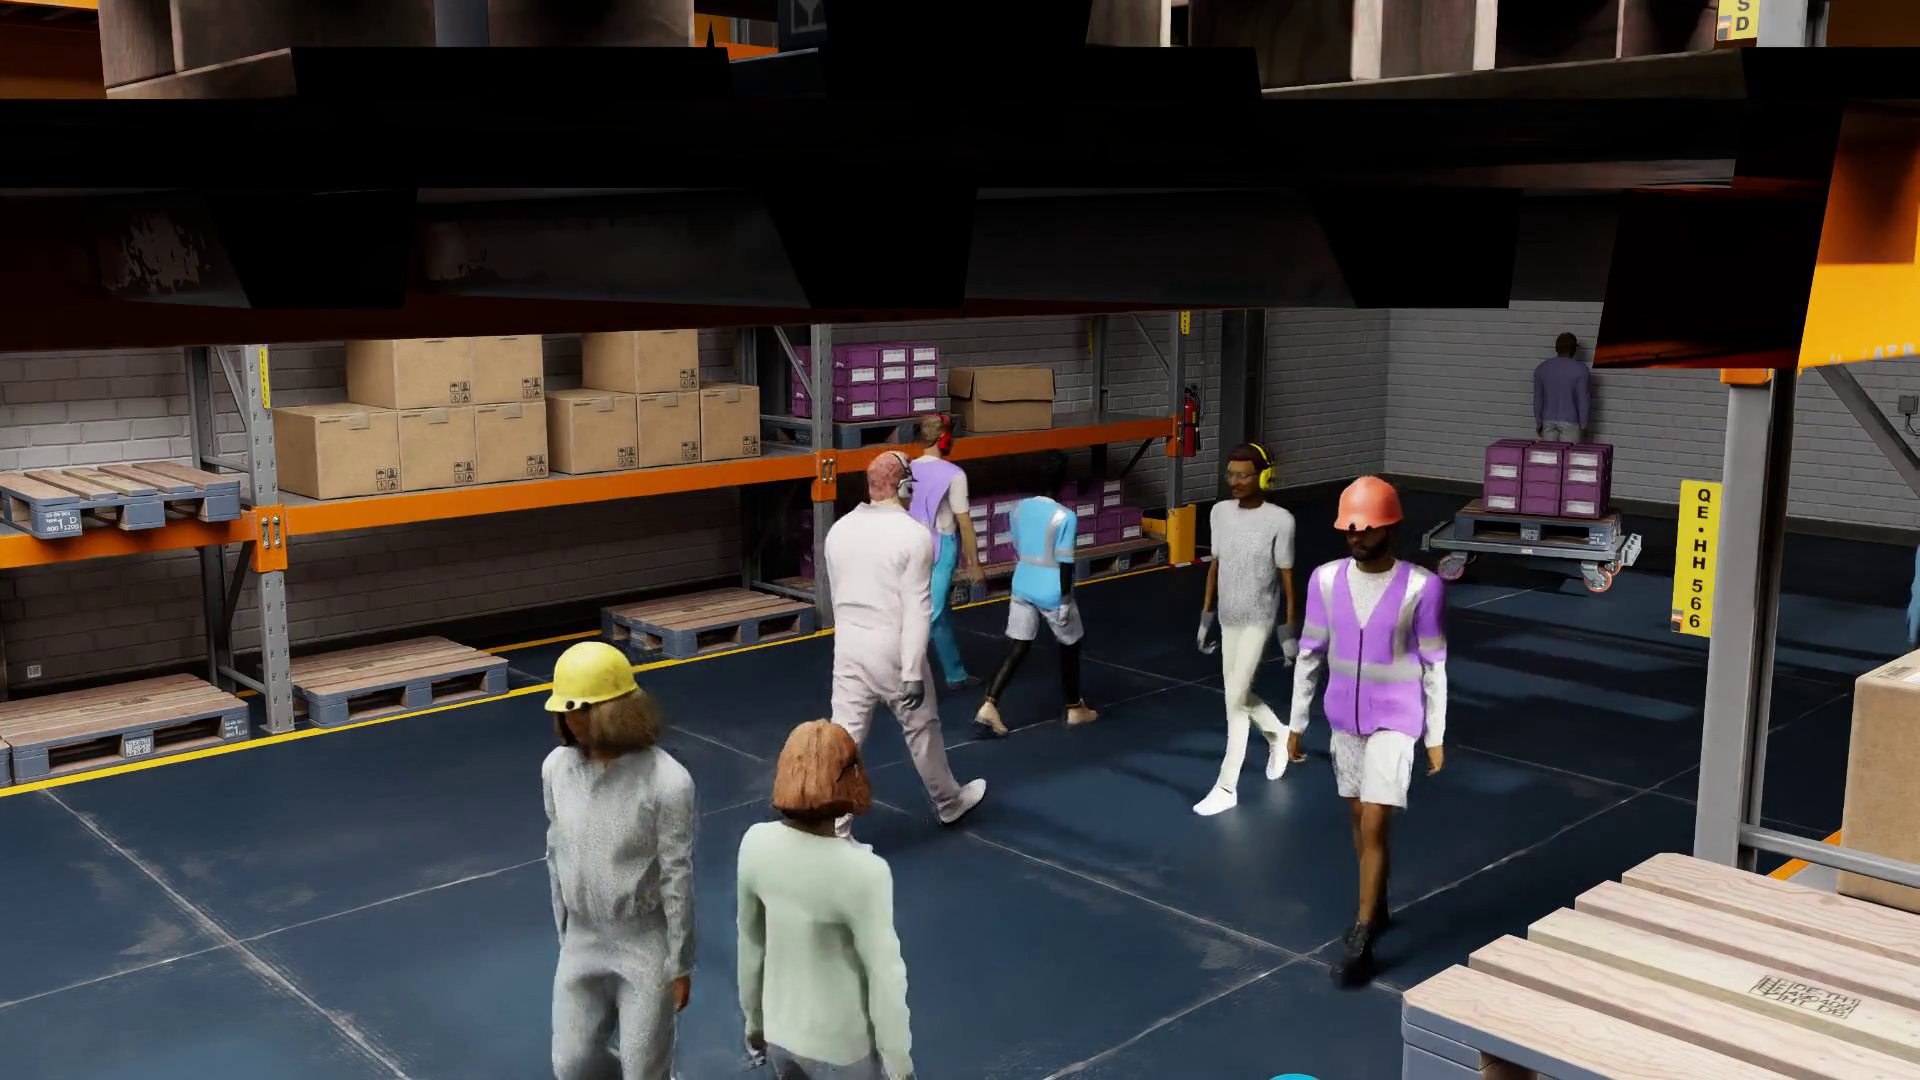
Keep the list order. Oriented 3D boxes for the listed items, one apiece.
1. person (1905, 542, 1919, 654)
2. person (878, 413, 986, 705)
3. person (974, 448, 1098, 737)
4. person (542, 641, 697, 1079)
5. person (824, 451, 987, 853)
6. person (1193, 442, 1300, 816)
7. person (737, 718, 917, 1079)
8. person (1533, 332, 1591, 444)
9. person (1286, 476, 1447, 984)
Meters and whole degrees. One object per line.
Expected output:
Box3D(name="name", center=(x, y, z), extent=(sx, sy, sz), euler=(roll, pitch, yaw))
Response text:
Box3D(name="person", center=(5.024, 0.524, 8.339), extent=(0.518, 1.612, 0.739), euler=(7, 12, 37))
Box3D(name="person", center=(-0.178, 0.128, 10.128), extent=(0.963, 1.802, 0.579), euler=(-9, 13, -41))
Box3D(name="person", center=(0.443, 0.304, 9.485), extent=(0.850, 1.664, 0.530), euler=(-9, 13, -42))
Box3D(name="person", center=(-0.912, 1.101, 4.618), extent=(0.488, 1.725, 0.487), euler=(3, 10, 19))
Box3D(name="person", center=(-0.295, 0.518, 7.652), extent=(0.664, 1.846, 1.029), euler=(7, 12, 37))
Box3D(name="person", center=(1.473, 0.409, 8.347), extent=(0.844, 1.836, 0.528), euler=(-9, 13, -41))
Box3D(name="person", center=(-0.380, 1.247, 4.092), extent=(0.527, 1.616, 0.521), euler=(9, 13, 43))
Box3D(name="person", center=(6.385, -1.234, 17.659), extent=(0.371, 1.941, 0.627), euler=(-8, 13, -40))
Box3D(name="person", center=(1.522, 0.710, 6.372), extent=(0.567, 1.900, 0.865), euler=(8, 12, 38))
